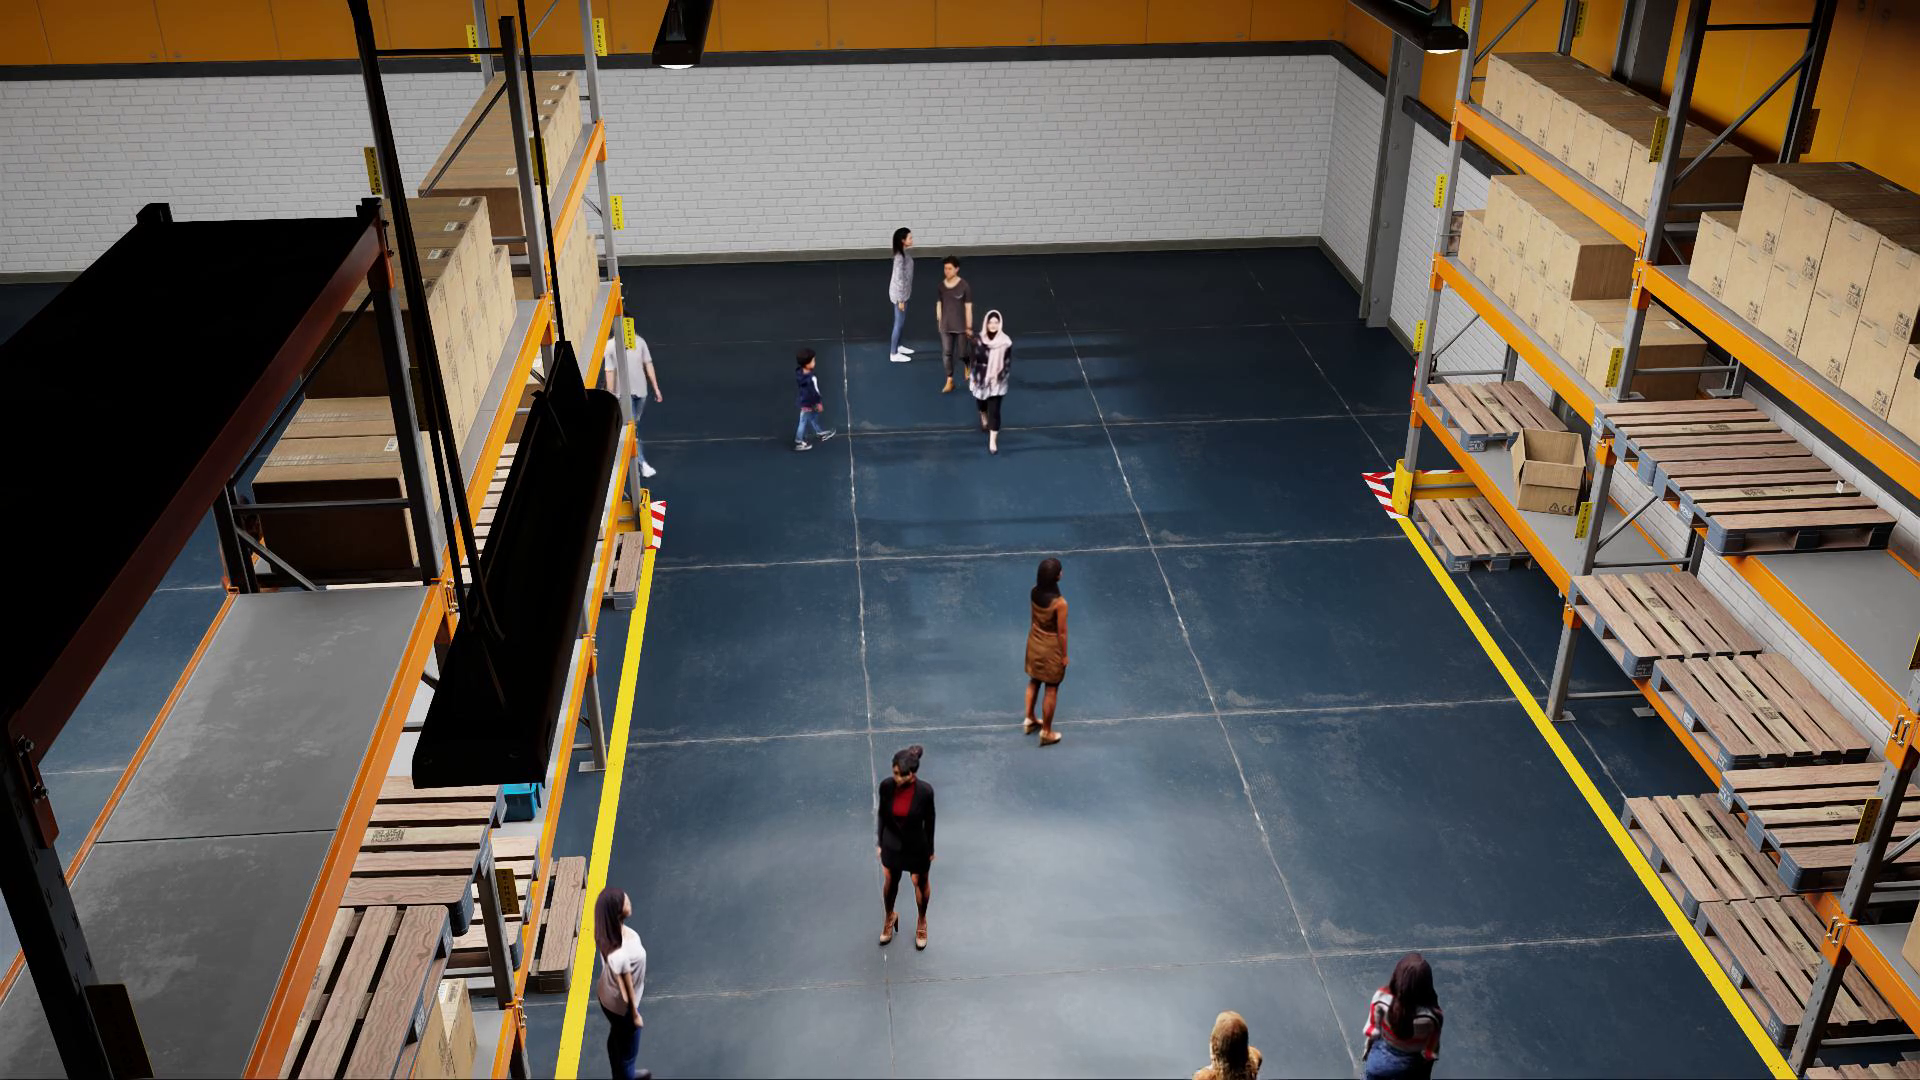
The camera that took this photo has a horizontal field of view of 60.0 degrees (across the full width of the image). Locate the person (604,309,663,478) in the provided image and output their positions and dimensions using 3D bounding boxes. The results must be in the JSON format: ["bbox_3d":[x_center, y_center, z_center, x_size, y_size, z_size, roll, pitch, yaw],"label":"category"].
[{"bbox_3d":[-3.660,-1.651,18.200,1.186,1.851,1.082,25,38,38],"label":"person"}]

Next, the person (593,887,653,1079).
[{"bbox_3d":[-2.081,2.826,10.168,0.723,1.682,0.580,-13,31,-22],"label":"person"}]

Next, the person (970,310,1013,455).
[{"bbox_3d":[0.324,-1.843,18.807,0.715,1.607,1.085,1,29,2],"label":"person"}]

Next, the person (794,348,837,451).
[{"bbox_3d":[-1.777,-1.567,18.725,0.740,1.200,0.772,-13,31,-22],"label":"person"}]

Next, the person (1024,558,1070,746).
[{"bbox_3d":[0.716,0.905,13.688,0.701,1.683,0.607,-21,35,-33],"label":"person"}]

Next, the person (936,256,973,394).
[{"bbox_3d":[-0.033,-2.649,20.179,0.825,1.706,0.945,11,30,19],"label":"person"}]

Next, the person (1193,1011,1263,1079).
[{"bbox_3d":[1.484,3.373,9.081,0.943,1.763,1.279,-13,31,-22],"label":"person"}]

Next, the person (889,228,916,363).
[{"bbox_3d":[-0.753,-3.115,21.010,0.689,1.728,0.520,1,29,3],"label":"person"}]

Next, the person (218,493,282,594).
[{"bbox_3d":[-6.208,0.360,14.649,0.761,1.720,0.720,-13,31,-22],"label":"person"}]

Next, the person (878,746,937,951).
[{"bbox_3d":[-0.375,2.136,11.478,0.642,1.639,0.694,7,29,12],"label":"person"}]

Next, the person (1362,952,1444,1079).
[{"bbox_3d":[2.546,3.101,9.752,0.874,1.598,1.005,13,31,23],"label":"person"}]
